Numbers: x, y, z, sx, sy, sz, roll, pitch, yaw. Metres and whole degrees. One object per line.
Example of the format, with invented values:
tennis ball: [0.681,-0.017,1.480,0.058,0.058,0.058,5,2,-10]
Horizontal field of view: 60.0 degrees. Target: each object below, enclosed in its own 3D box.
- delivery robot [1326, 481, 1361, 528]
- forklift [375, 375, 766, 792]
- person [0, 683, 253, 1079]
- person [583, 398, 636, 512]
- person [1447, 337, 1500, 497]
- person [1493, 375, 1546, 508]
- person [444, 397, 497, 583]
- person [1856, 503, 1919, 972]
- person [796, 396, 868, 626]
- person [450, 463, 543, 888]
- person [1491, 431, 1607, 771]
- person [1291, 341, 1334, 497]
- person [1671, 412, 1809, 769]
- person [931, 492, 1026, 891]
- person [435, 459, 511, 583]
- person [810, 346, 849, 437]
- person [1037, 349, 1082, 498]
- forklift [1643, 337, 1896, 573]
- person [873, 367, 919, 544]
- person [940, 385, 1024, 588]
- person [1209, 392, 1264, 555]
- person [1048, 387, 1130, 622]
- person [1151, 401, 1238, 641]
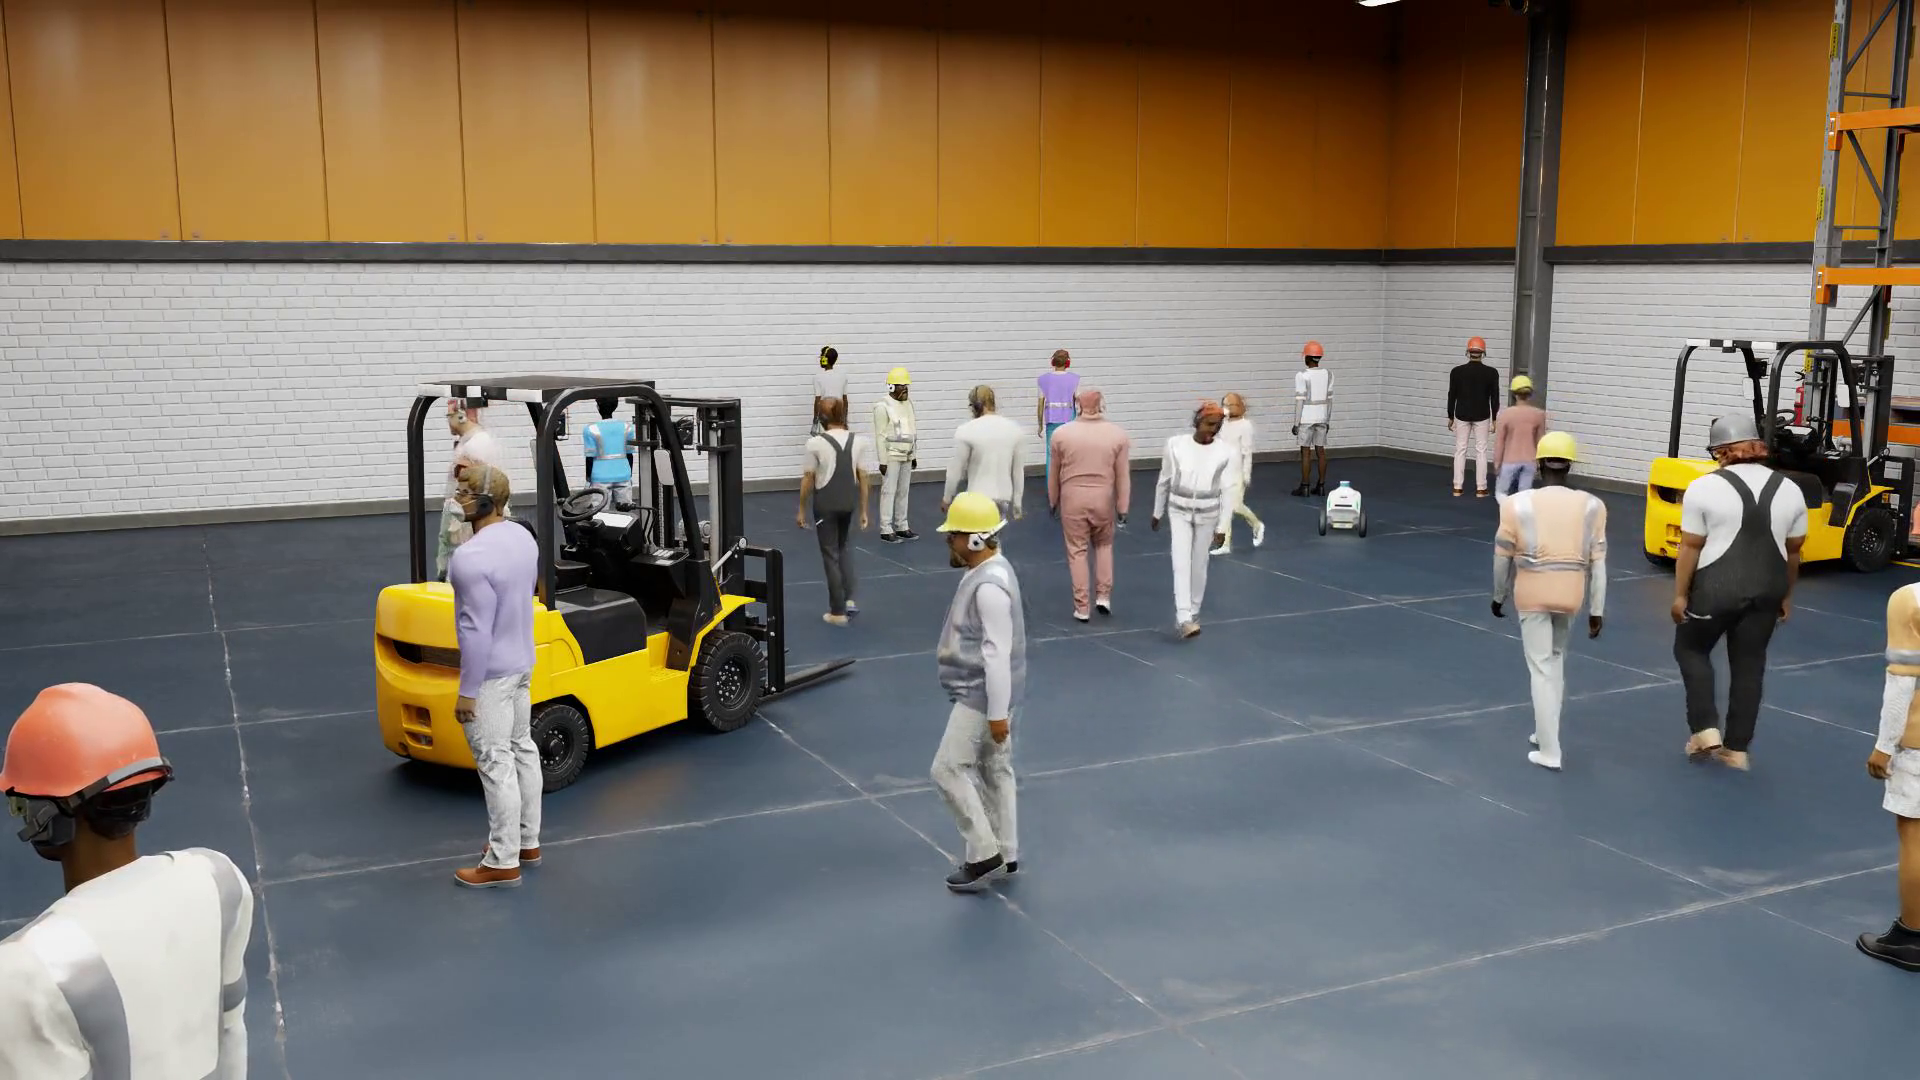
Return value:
delivery robot: [4.106,-0.385,17.777,0.477,0.478,0.707,2,10,14]
forklift: [-2.268,0.149,9.685,1.214,2.155,2.313,6,11,32]
person: [-1.602,1.274,3.172,0.374,2.042,0.615,2,9,13]
person: [-3.303,-0.569,15.678,0.534,1.697,0.318,-7,12,-39]
person: [6.389,-1.527,20.703,0.626,1.991,0.393,4,10,26]
person: [5.683,-0.795,16.907,0.536,1.755,0.410,0,9,0]
person: [-3.784,-0.150,12.564,0.959,1.856,0.647,-2,9,-12]
person: [3.899,0.766,6.670,0.543,1.932,0.376,-2,9,-10]
person: [-1.011,-0.231,13.191,0.496,1.820,0.493,-7,11,-36]
person: [-2.127,0.613,7.594,0.361,1.939,0.635,1,9,9]
person: [3.324,0.328,9.502,0.578,1.889,0.737,-1,9,-4]
person: [4.375,-1.502,20.709,0.548,1.942,0.348,-4,10,-24]
person: [4.369,0.269,9.414,0.719,2.000,0.541,0,9,-1]
person: [0.071,0.685,7.533,0.473,1.816,0.590,1,9,4]
person: [-3.142,0.257,10.890,0.509,1.598,0.875,4,10,25]
person: [-1.629,-1.474,20.742,0.531,1.876,0.317,-7,11,-35]
person: [1.230,-1.420,20.495,0.563,1.847,0.393,2,9,11]
forklift: [7.551,-0.789,15.507,2.313,2.155,1.214,-4,10,-25]
person: [-0.645,-0.876,17.208,0.403,1.825,0.592,6,11,32]
person: [0.207,-0.325,13.619,0.627,1.878,0.986,-7,12,-37]
person: [2.745,-0.661,16.473,0.545,1.618,0.516,-6,11,-32]
person: [1.028,-0.295,13.404,0.636,1.876,0.597,0,9,-2]
person: [1.773,-0.147,12.676,0.649,1.818,0.959,1,9,9]
